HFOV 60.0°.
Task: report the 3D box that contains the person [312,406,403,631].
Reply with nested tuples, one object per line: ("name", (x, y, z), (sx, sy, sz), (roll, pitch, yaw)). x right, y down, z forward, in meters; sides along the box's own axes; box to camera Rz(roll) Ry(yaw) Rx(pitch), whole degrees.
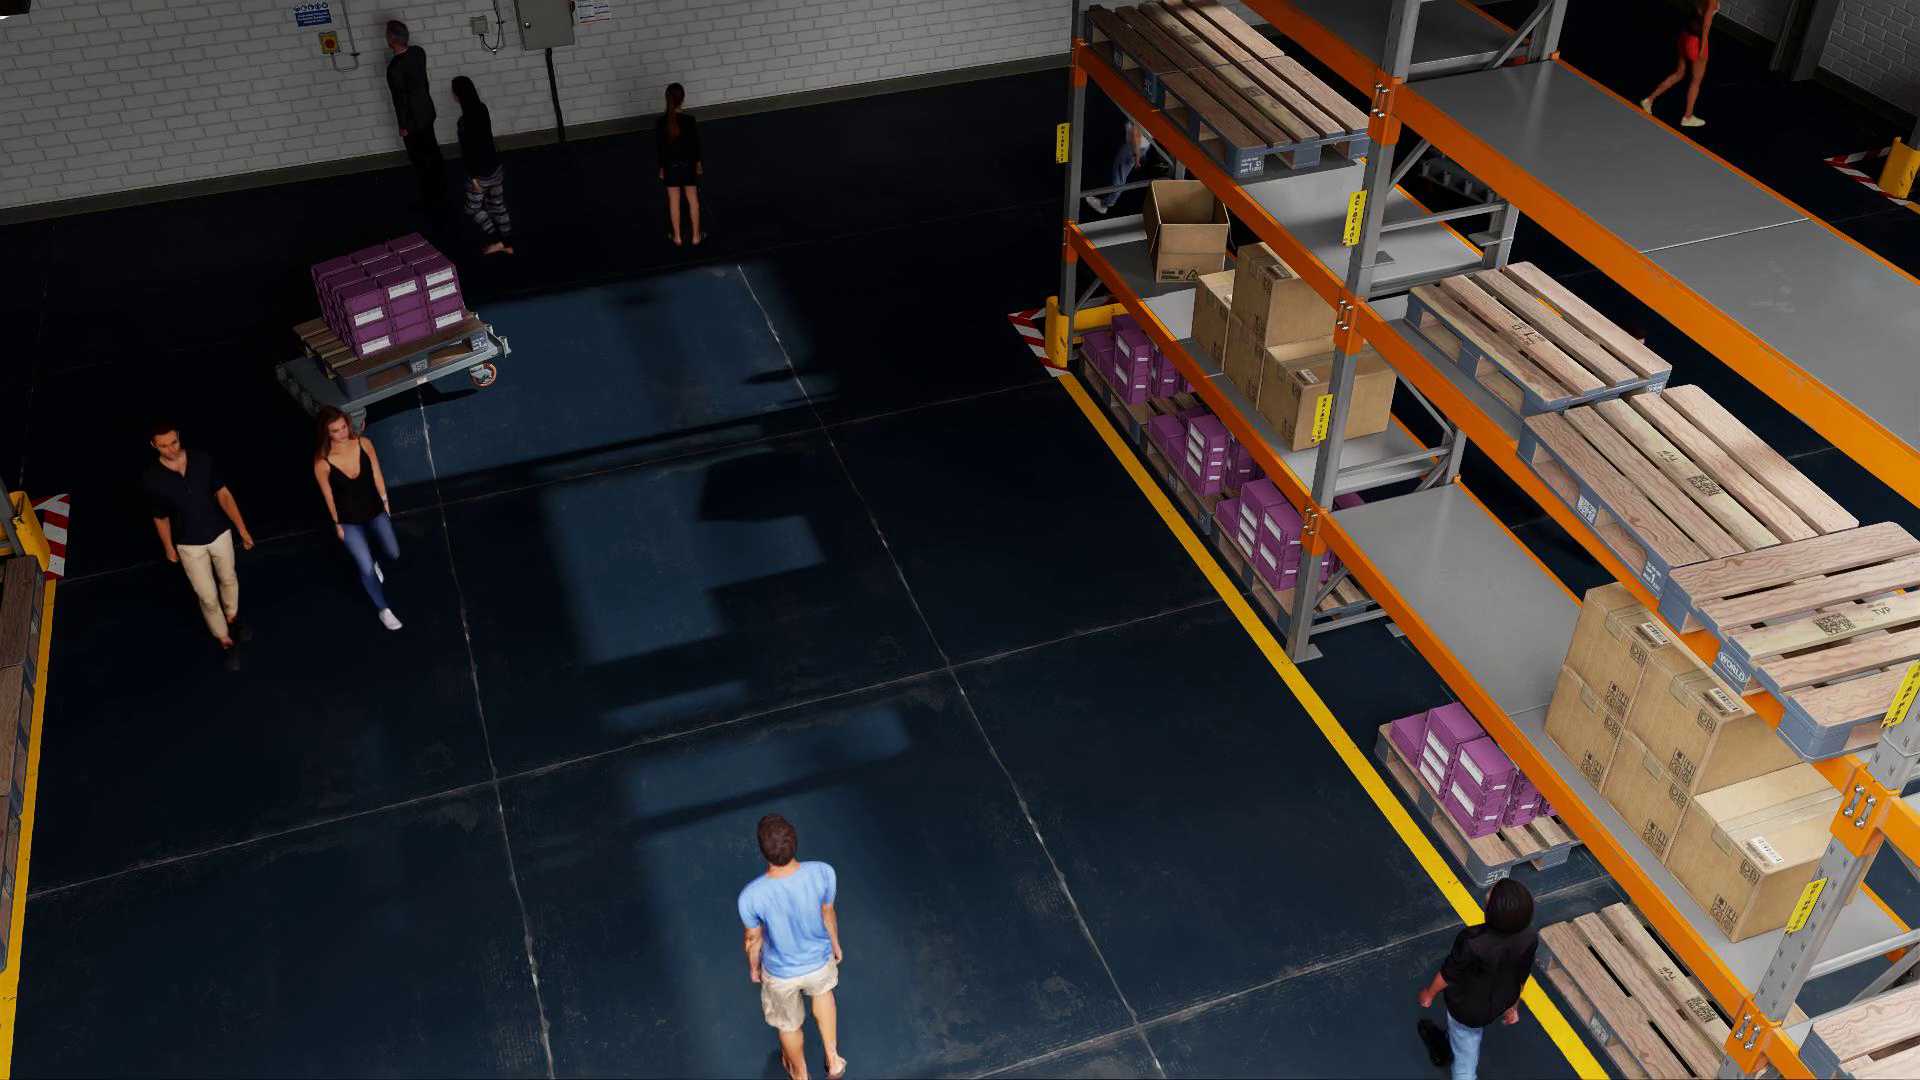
("person", (-4.033, -0.197, 11.077), (0.792, 1.707, 0.962), (-31, 48, -33))

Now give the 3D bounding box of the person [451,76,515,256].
("person", (-4.228, -3.350, 15.011), (0.786, 1.725, 0.722), (15, 41, 18))

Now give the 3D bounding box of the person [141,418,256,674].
("person", (-4.953, -0.067, 10.807), (0.798, 1.840, 0.883), (-31, 48, -33))

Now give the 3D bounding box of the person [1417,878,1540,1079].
("person", (2.526, 2.302, 7.973), (0.576, 1.675, 0.883), (-15, 41, -18))

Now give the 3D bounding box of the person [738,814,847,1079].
("person", (-0.764, 2.101, 8.087), (0.650, 1.846, 0.707), (-14, 41, -17))

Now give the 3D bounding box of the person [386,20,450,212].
("person", (-5.177, -4.040, 15.780), (0.863, 1.842, 0.742), (7, 39, 9))

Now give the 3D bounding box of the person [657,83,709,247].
("person", (-2.588, -3.436, 15.254), (0.615, 1.555, 0.605), (-9, 39, -11))

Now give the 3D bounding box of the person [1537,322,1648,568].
("person", (4.425, -0.739, 11.646), (0.827, 1.843, 1.138), (-21, 43, -24))

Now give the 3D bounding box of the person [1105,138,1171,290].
("person", (1.597, -2.842, 14.361), (1.143, 1.742, 1.222), (4, 39, 5))

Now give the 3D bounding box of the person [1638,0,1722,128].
("person", (7.527, -5.135, 17.207), (0.805, 1.774, 0.960), (-3, 39, -3))
